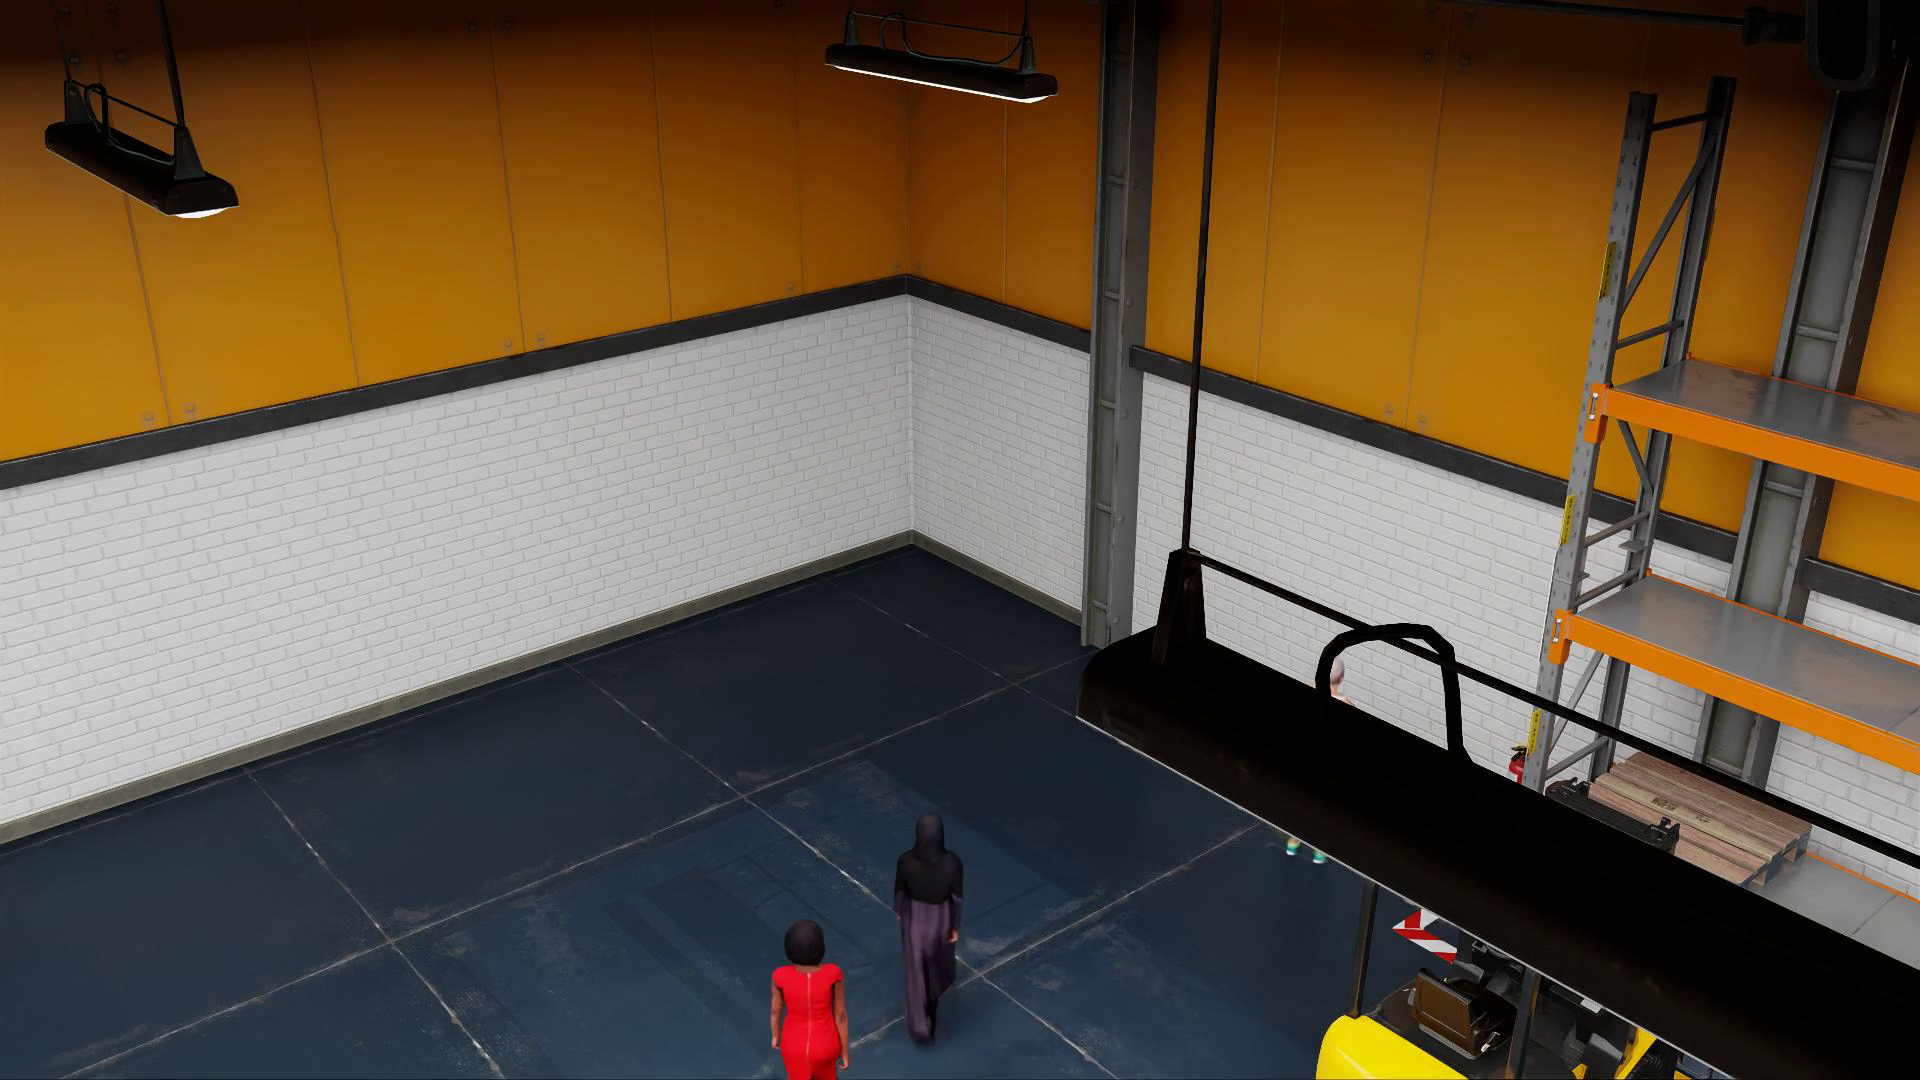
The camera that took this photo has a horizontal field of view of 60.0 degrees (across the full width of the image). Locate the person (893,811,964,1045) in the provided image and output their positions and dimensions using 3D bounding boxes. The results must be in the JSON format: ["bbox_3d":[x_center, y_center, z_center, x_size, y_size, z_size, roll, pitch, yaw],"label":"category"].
[{"bbox_3d":[-0.222,2.510,10.791,1.045,1.606,1.149,0,24,0],"label":"person"}]

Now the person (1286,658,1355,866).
[{"bbox_3d":[2.726,1.663,12.610,0.560,1.702,0.712,15,28,31],"label":"person"}]

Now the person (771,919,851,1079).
[{"bbox_3d":[-0.854,2.994,9.547,0.911,1.717,1.043,-2,24,-6],"label":"person"}]
